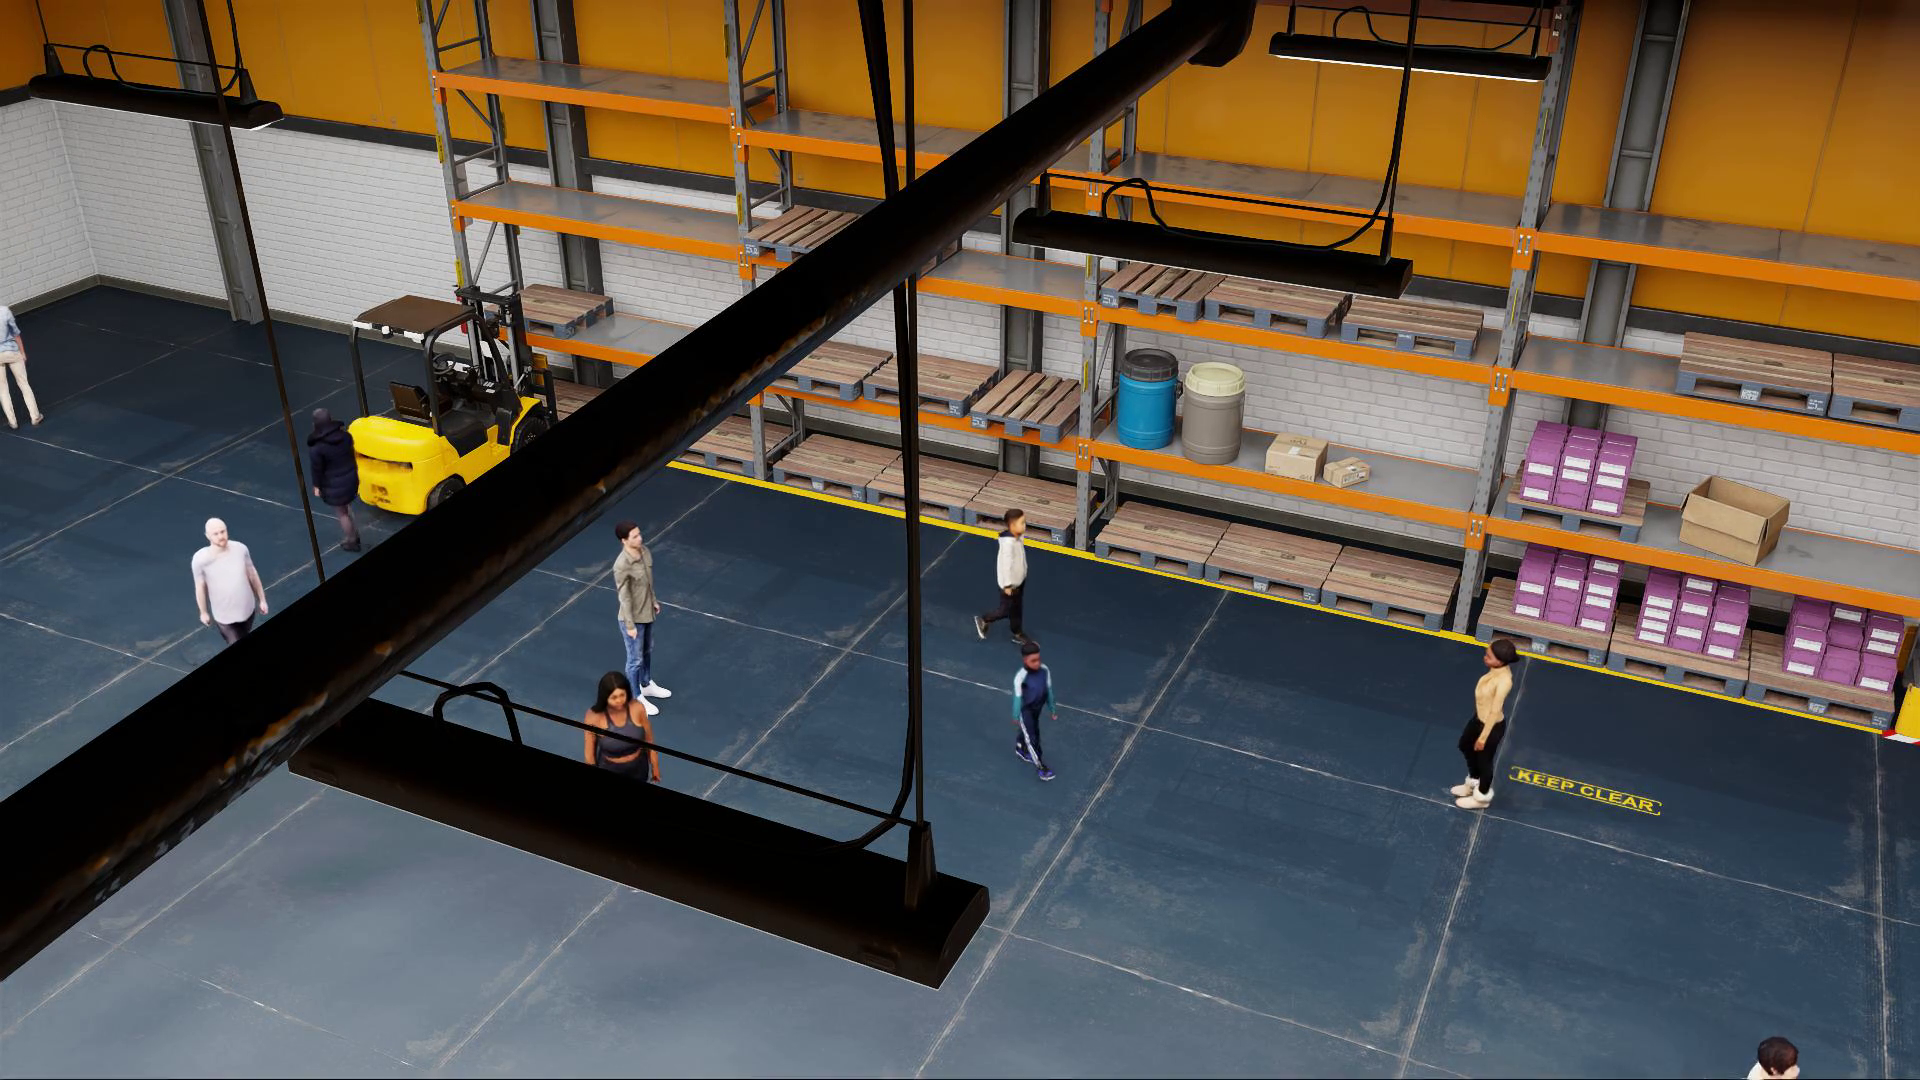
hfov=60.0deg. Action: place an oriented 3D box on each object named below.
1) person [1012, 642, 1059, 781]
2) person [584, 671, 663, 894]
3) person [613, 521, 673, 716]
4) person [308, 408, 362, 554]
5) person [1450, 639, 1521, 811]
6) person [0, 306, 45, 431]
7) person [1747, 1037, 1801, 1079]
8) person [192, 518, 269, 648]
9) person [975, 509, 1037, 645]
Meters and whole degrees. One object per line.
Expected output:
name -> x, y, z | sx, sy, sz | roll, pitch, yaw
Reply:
person -> 0.574, 1.393, 14.217 | 0.736, 1.231, 0.917 | -21, 35, -33
person -> -2.660, 1.754, 12.971 | 1.007, 1.791, 1.131 | -16, 33, -27
person -> -2.900, 0.663, 14.892 | 0.631, 1.865, 0.732 | 8, 30, 15
person -> -6.452, -0.600, 17.419 | 0.656, 1.663, 0.683 | 16, 32, 26
person -> 4.384, 1.506, 13.566 | 0.661, 1.655, 0.692 | 4, 29, 8
person -> -11.648, -2.253, 20.256 | 0.732, 1.848, 0.763 | -14, 31, -24
person -> 4.649, 3.549, 9.930 | 1.006, 1.551, 0.652 | 15, 32, 26
person -> -6.611, 0.611, 15.075 | 1.301, 1.781, 0.954 | 24, 37, 37
person -> 0.428, 0.362, 15.887 | 0.820, 1.441, 0.604 | 11, 30, 19
